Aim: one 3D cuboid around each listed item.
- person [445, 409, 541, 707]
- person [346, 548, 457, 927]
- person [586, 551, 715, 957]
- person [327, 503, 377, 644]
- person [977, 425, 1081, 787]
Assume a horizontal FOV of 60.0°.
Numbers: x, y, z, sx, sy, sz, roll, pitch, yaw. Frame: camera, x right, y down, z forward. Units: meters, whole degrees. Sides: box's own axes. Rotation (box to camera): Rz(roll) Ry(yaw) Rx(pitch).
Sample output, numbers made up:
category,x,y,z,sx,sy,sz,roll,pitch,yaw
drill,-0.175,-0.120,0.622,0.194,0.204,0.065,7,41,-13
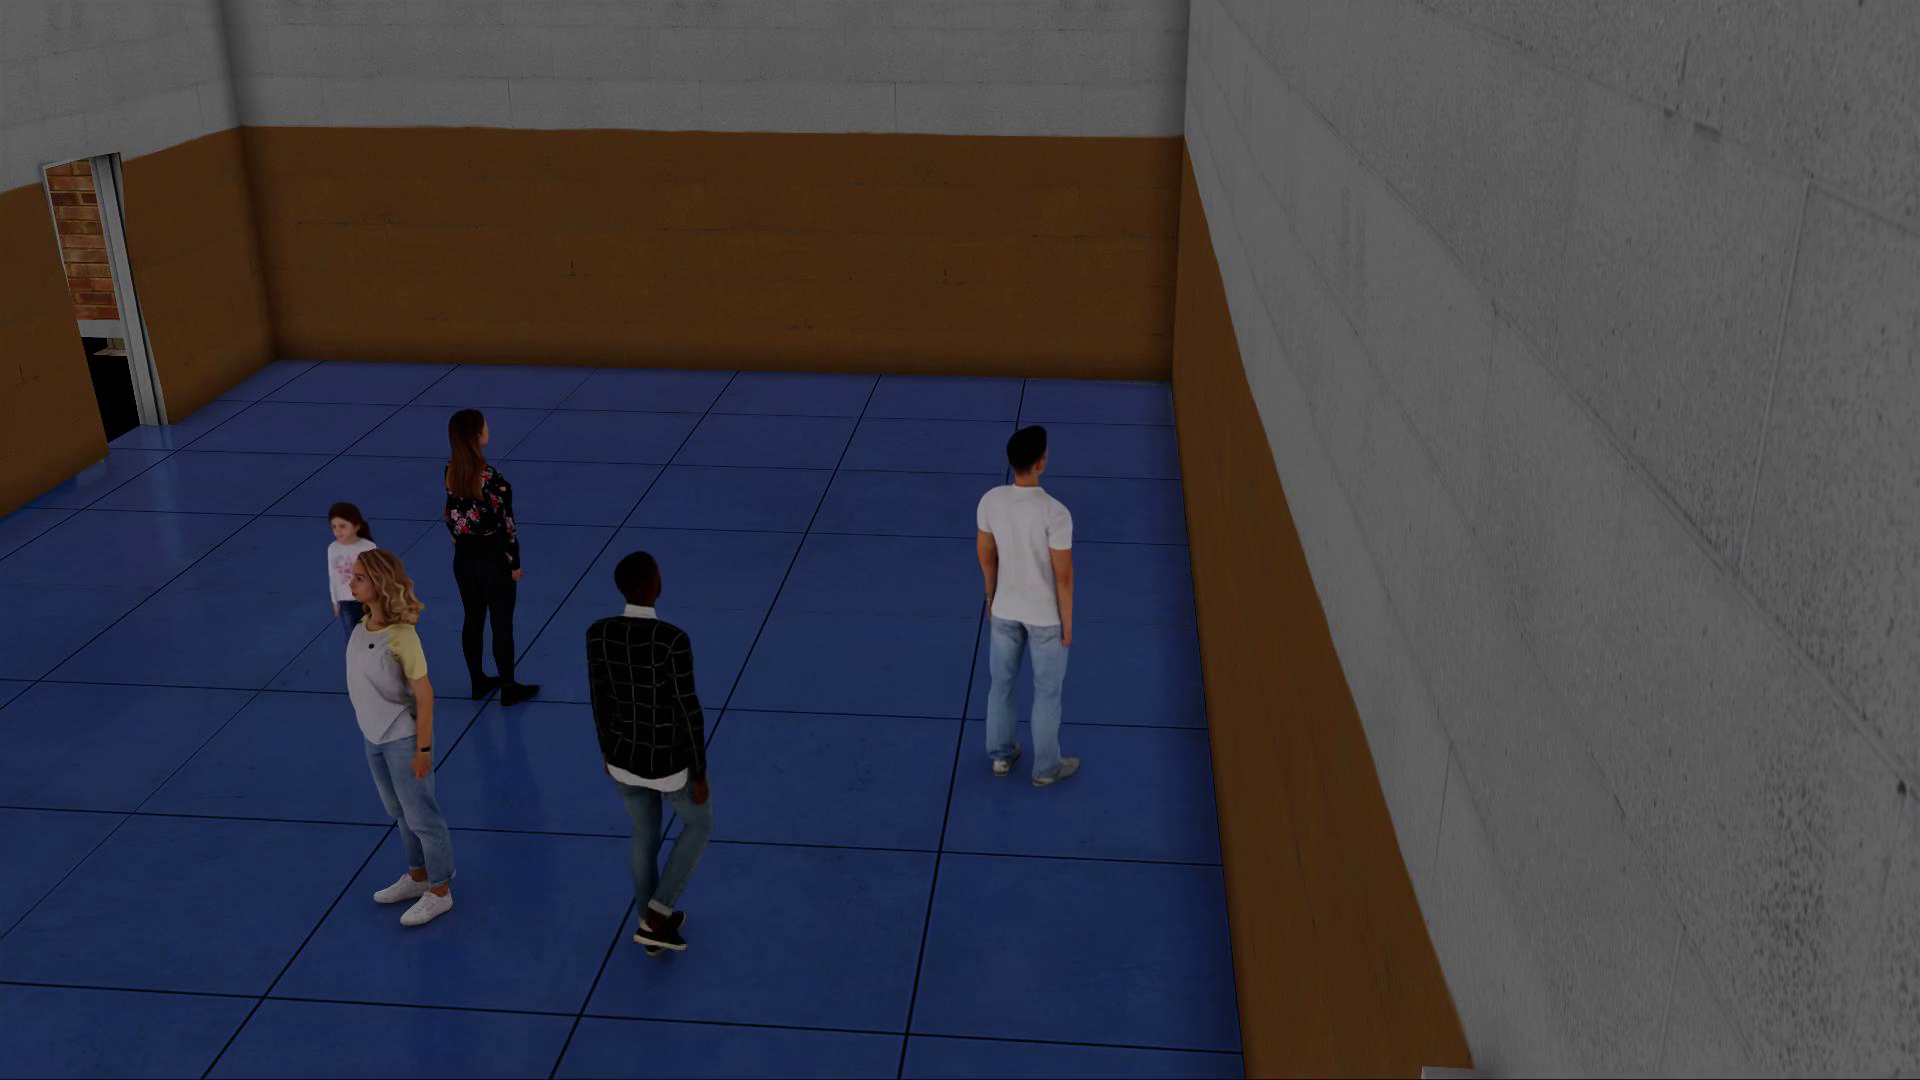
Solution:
category,x,y,z,sx,sy,sz,roll,pitch,yaw
person,-2.594,0.095,9.047,0.568,1.683,0.707,11,24,25
person,-2.396,0.838,7.124,0.772,1.723,0.693,-20,29,-41
person,-1.298,0.939,6.775,0.747,1.811,0.838,8,23,19
person,-3.349,0.300,9.317,0.512,1.101,0.513,1,22,3
person,0.337,0.331,8.215,0.667,1.865,0.812,13,25,29
